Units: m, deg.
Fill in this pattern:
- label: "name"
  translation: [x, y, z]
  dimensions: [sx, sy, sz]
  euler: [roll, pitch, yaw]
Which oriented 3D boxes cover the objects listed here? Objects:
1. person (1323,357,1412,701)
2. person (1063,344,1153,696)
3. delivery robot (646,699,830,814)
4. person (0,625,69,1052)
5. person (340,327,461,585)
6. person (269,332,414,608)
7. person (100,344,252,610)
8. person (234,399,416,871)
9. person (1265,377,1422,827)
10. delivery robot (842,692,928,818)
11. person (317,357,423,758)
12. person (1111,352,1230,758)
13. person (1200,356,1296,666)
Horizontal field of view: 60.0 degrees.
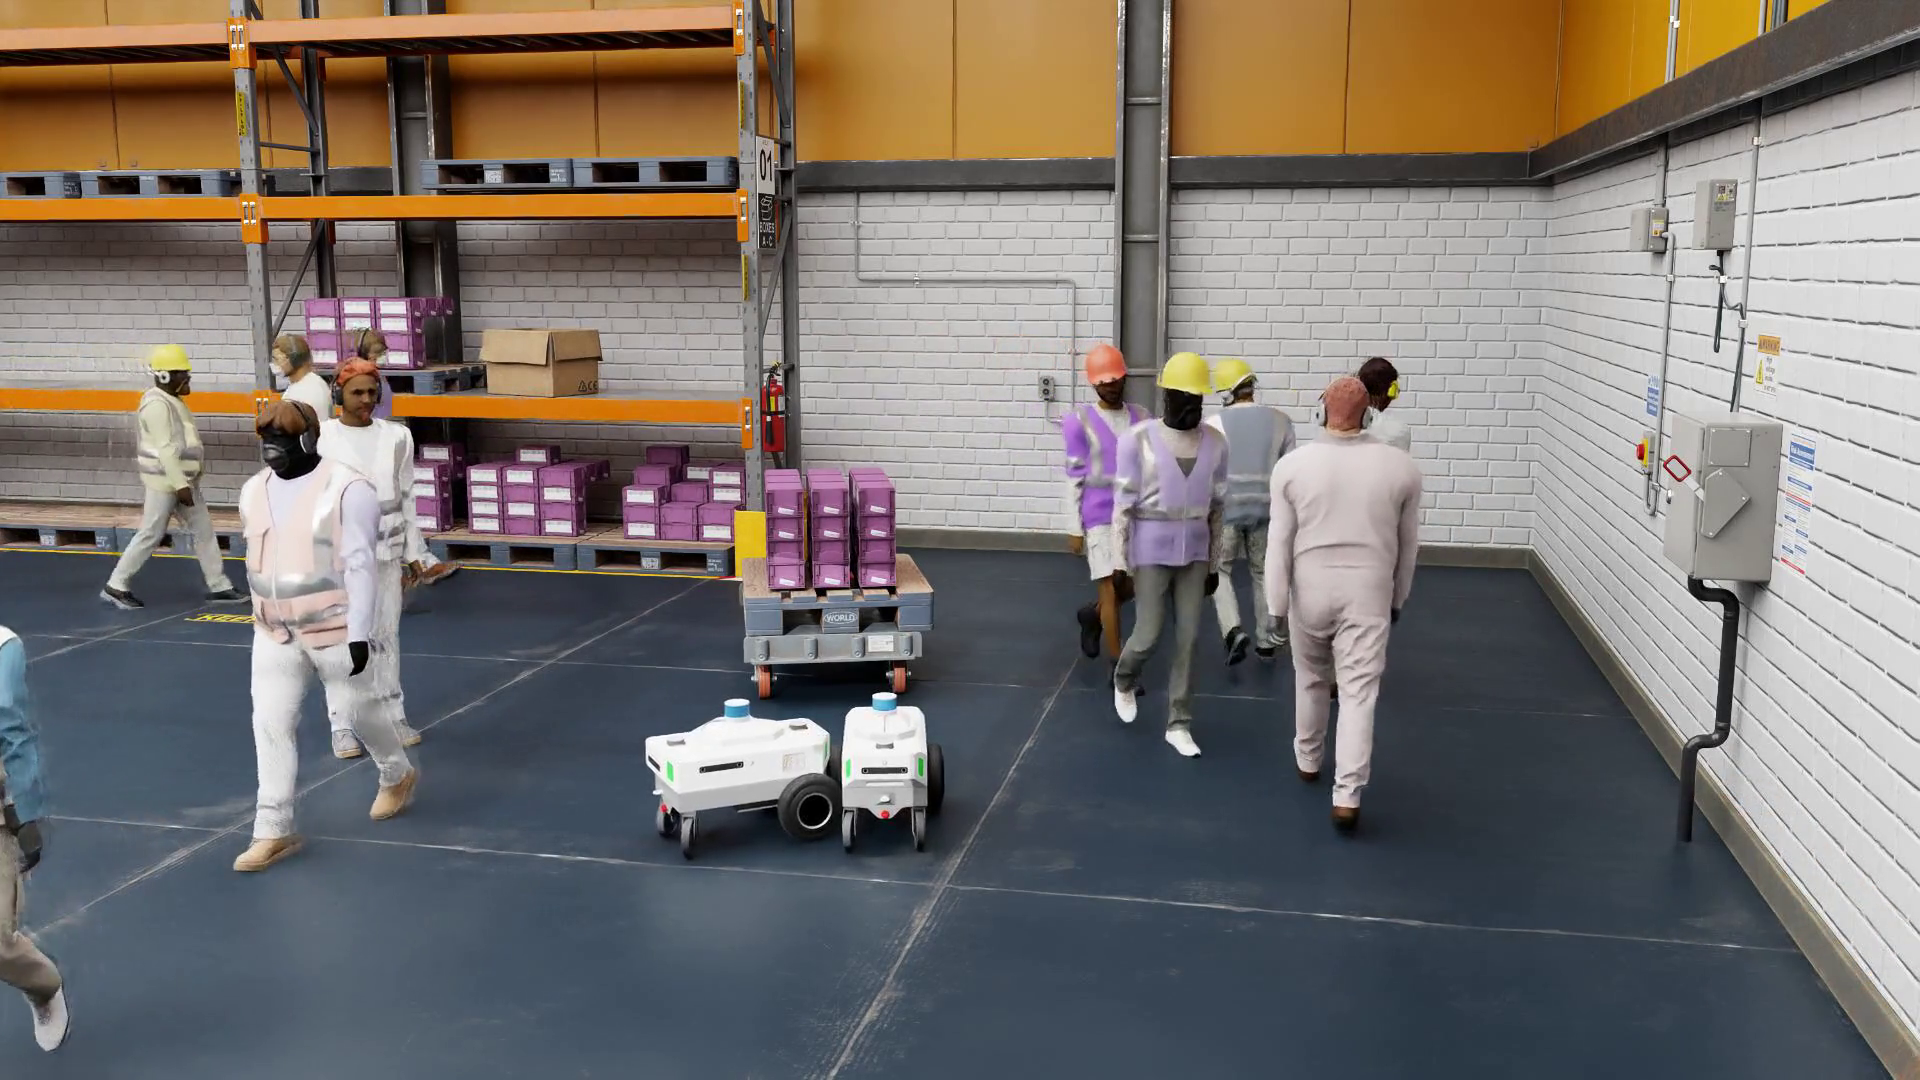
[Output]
- label: "person"
  translation: [2.165, -0.061, 8.916]
  dimensions: [0.536, 1.820, 0.842]
  euler: [9, 13, 43]
- label: "person"
  translation: [0.807, -0.137, 9.194]
  dimensions: [0.561, 1.899, 0.815]
  euler: [-5, 10, -26]
- label: "delivery robot"
  translation: [-0.900, 0.889, 6.737]
  dimensions: [0.707, 0.478, 0.477]
  euler: [-4, 10, -25]
- label: "person"
  translation: [-2.748, 0.765, 4.554]
  dimensions: [0.524, 1.620, 0.454]
  euler: [0, 9, -1]
- label: "person"
  translation: [-4.172, -0.568, 11.863]
  dimensions: [1.048, 1.878, 0.621]
  euler: [1, 9, 7]
- label: "person"
  translation: [-4.062, -0.386, 10.693]
  dimensions: [0.927, 1.903, 0.626]
  euler: [-7, 12, -38]
- label: "person"
  translation: [-5.352, -0.416, 11.194]
  dimensions: [0.928, 1.796, 0.601]
  euler: [-1, 9, -7]
- label: "person"
  translation: [-2.543, 0.329, 6.636]
  dimensions: [0.620, 1.811, 0.907]
  euler: [2, 10, 13]
- label: "person"
  translation: [1.619, 0.238, 7.058]
  dimensions: [0.642, 1.850, 1.029]
  euler: [2, 10, 11]
- label: "delivery robot"
  translation: [-0.308, 0.872, 6.838]
  dimensions: [0.477, 0.478, 0.707]
  euler: [0, 9, -2]
- label: "person"
  translation: [-2.838, 0.077, 7.914]
  dimensions: [0.575, 1.885, 0.355]
  euler: [-9, 13, -43]
- label: "person"
  translation: [0.973, 0.052, 7.952]
  dimensions: [0.619, 1.916, 0.615]
  euler: [-3, 10, -19]
- label: "person"
  translation: [1.667, -0.145, 9.522]
  dimensions: [0.706, 1.802, 0.587]
  euler: [0, 9, -2]
